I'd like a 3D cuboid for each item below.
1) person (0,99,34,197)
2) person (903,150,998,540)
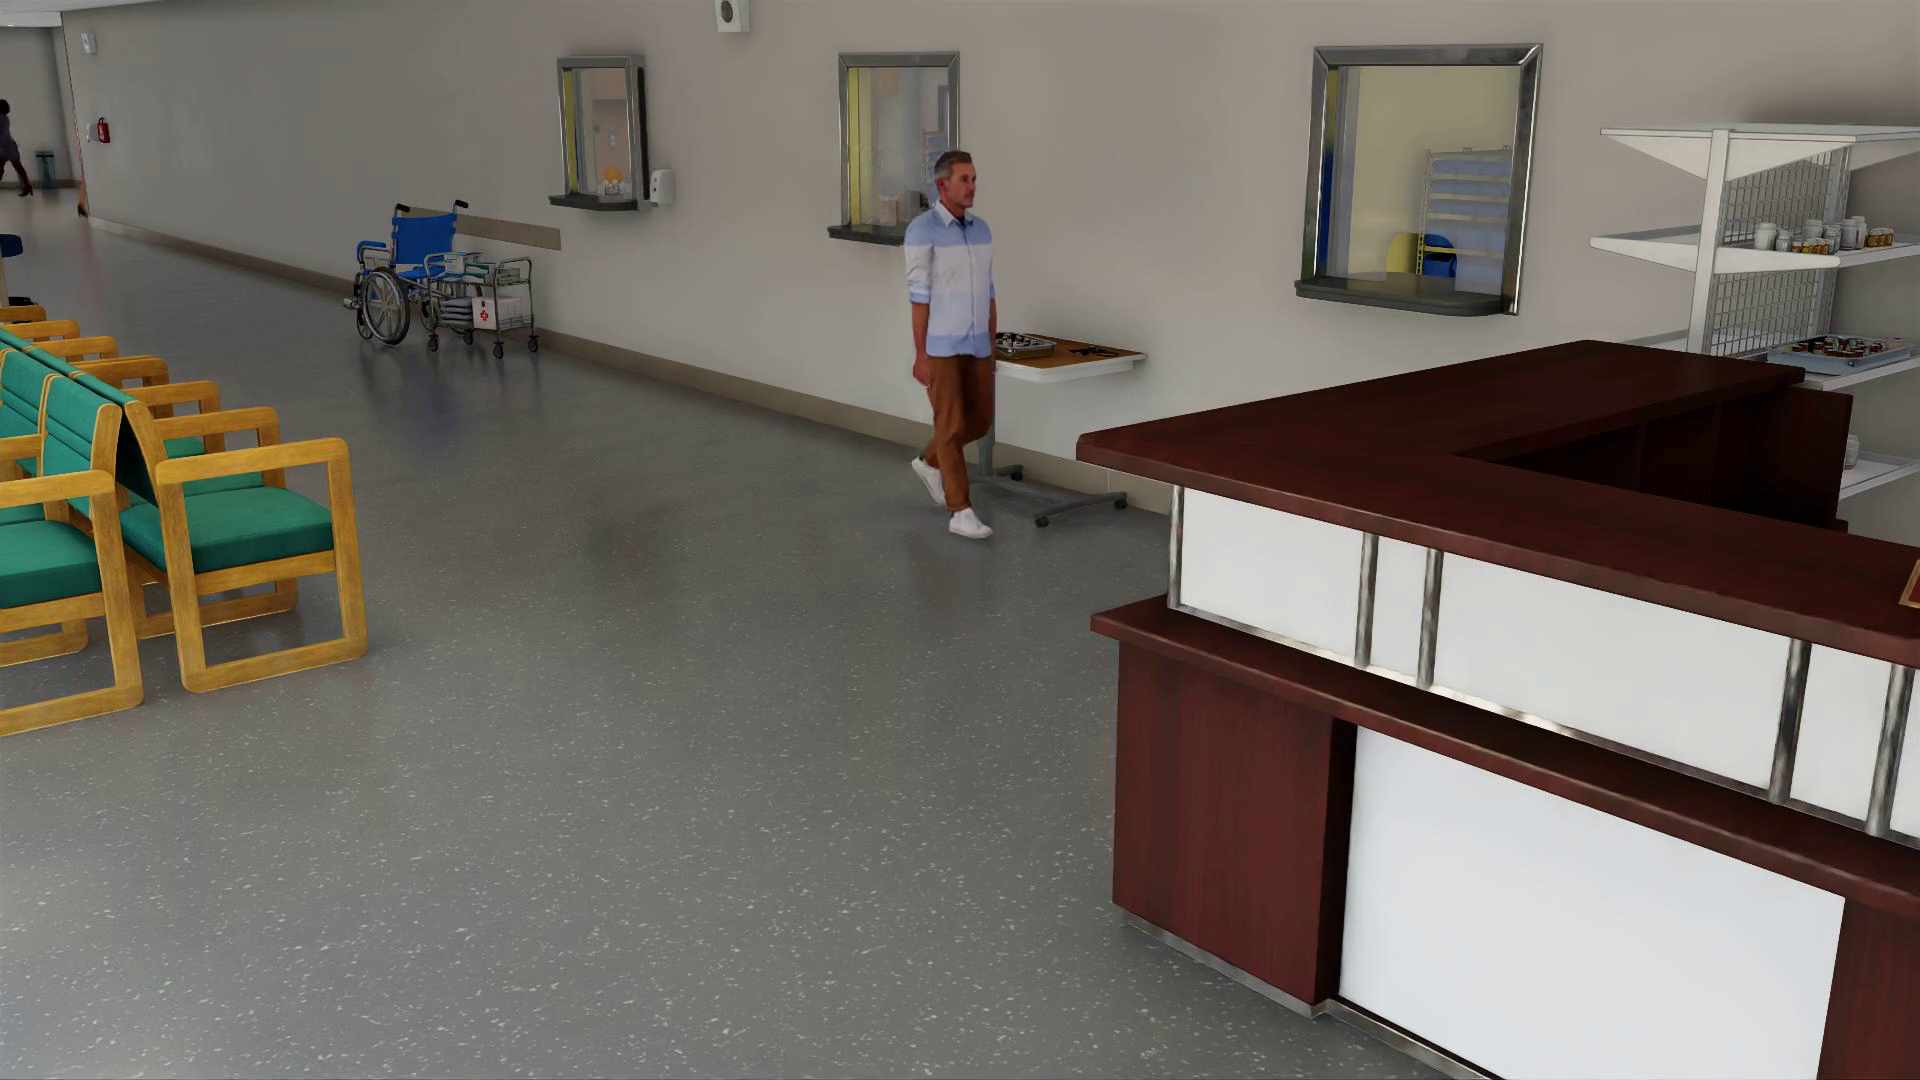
[{"bbox_3d":[-16.789,-6.929,29.506,0.987,1.681,0.630,-12,20,-36],"label":"person"},{"bbox_3d":[-0.069,-0.951,8.063,0.919,1.810,0.769,-14,21,-40],"label":"person"}]
